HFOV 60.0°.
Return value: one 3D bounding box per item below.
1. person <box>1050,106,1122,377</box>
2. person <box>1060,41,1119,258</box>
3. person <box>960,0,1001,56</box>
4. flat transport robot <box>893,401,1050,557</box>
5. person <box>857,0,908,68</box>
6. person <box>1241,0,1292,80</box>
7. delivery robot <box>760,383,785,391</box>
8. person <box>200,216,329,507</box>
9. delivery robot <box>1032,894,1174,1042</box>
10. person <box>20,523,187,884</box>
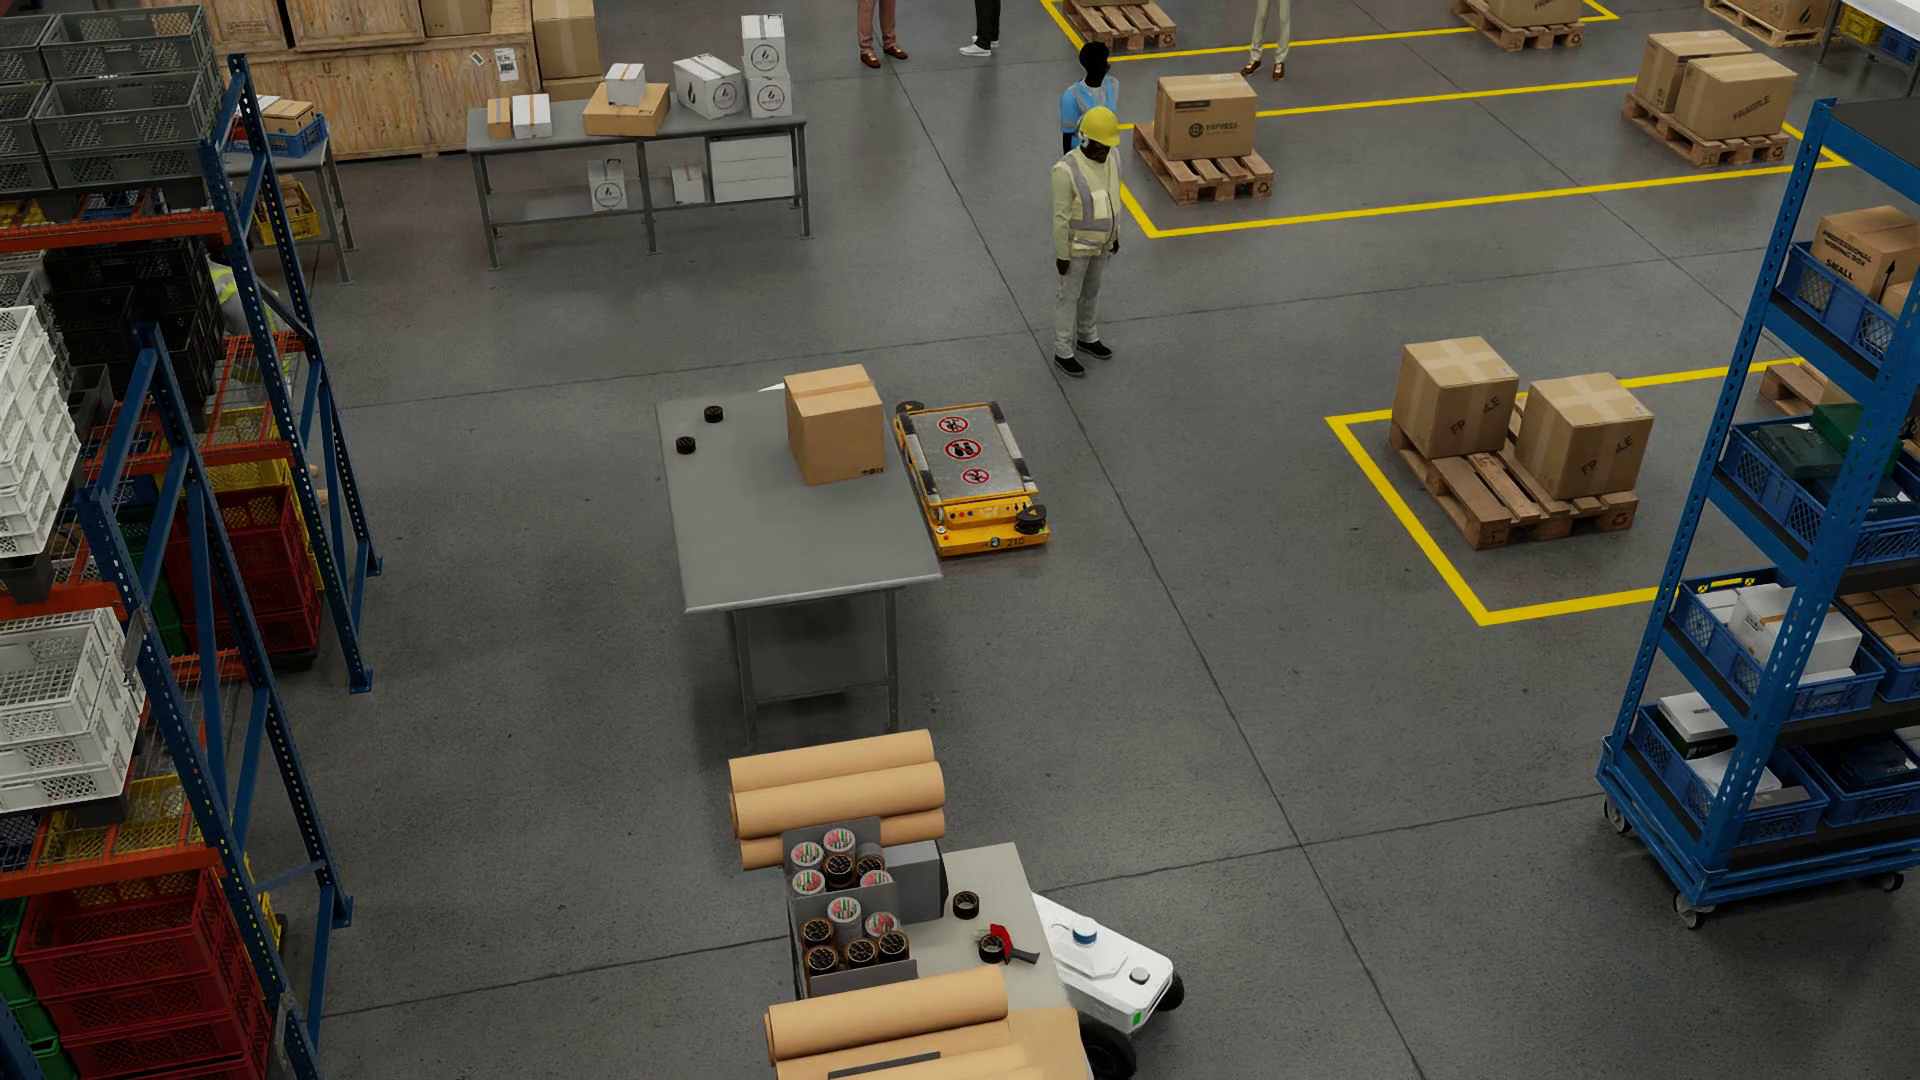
[{"bbox_3d":[0.841,-1.961,10.875,0.403,1.823,0.586,29,46,33],"label":"person"},{"bbox_3d":[0.943,-2.801,12.108,0.541,1.695,0.316,-27,44,-31],"label":"person"},{"bbox_3d":[0.227,-5.527,15.589,0.387,1.919,0.594,14,39,18],"label":"person"},{"bbox_3d":[0.046,-0.430,10.108,0.652,0.197,1.431,-8,37,-10],"label":"flat transport robot"},{"bbox_3d":[-0.753,-5.355,15.379,0.631,1.899,0.404,-27,45,-32],"label":"person"},{"bbox_3d":[2.889,-5.126,15.096,0.535,1.862,0.309,14,39,18],"label":"person"},{"bbox_3d":[-1.011,-0.688,10.143,0.477,0.478,0.707,-22,42,-26],"label":"delivery robot"},{"bbox_3d":[-4.024,-1.021,9.595,0.429,1.846,0.625,-23,42,-27],"label":"person"},{"bbox_3d":[0.505,1.751,6.865,0.707,0.478,0.477,21,42,26],"label":"delivery robot"},{"bbox_3d":[-3.600,0.745,7.150,0.626,1.932,0.364,16,39,20],"label":"person"}]
